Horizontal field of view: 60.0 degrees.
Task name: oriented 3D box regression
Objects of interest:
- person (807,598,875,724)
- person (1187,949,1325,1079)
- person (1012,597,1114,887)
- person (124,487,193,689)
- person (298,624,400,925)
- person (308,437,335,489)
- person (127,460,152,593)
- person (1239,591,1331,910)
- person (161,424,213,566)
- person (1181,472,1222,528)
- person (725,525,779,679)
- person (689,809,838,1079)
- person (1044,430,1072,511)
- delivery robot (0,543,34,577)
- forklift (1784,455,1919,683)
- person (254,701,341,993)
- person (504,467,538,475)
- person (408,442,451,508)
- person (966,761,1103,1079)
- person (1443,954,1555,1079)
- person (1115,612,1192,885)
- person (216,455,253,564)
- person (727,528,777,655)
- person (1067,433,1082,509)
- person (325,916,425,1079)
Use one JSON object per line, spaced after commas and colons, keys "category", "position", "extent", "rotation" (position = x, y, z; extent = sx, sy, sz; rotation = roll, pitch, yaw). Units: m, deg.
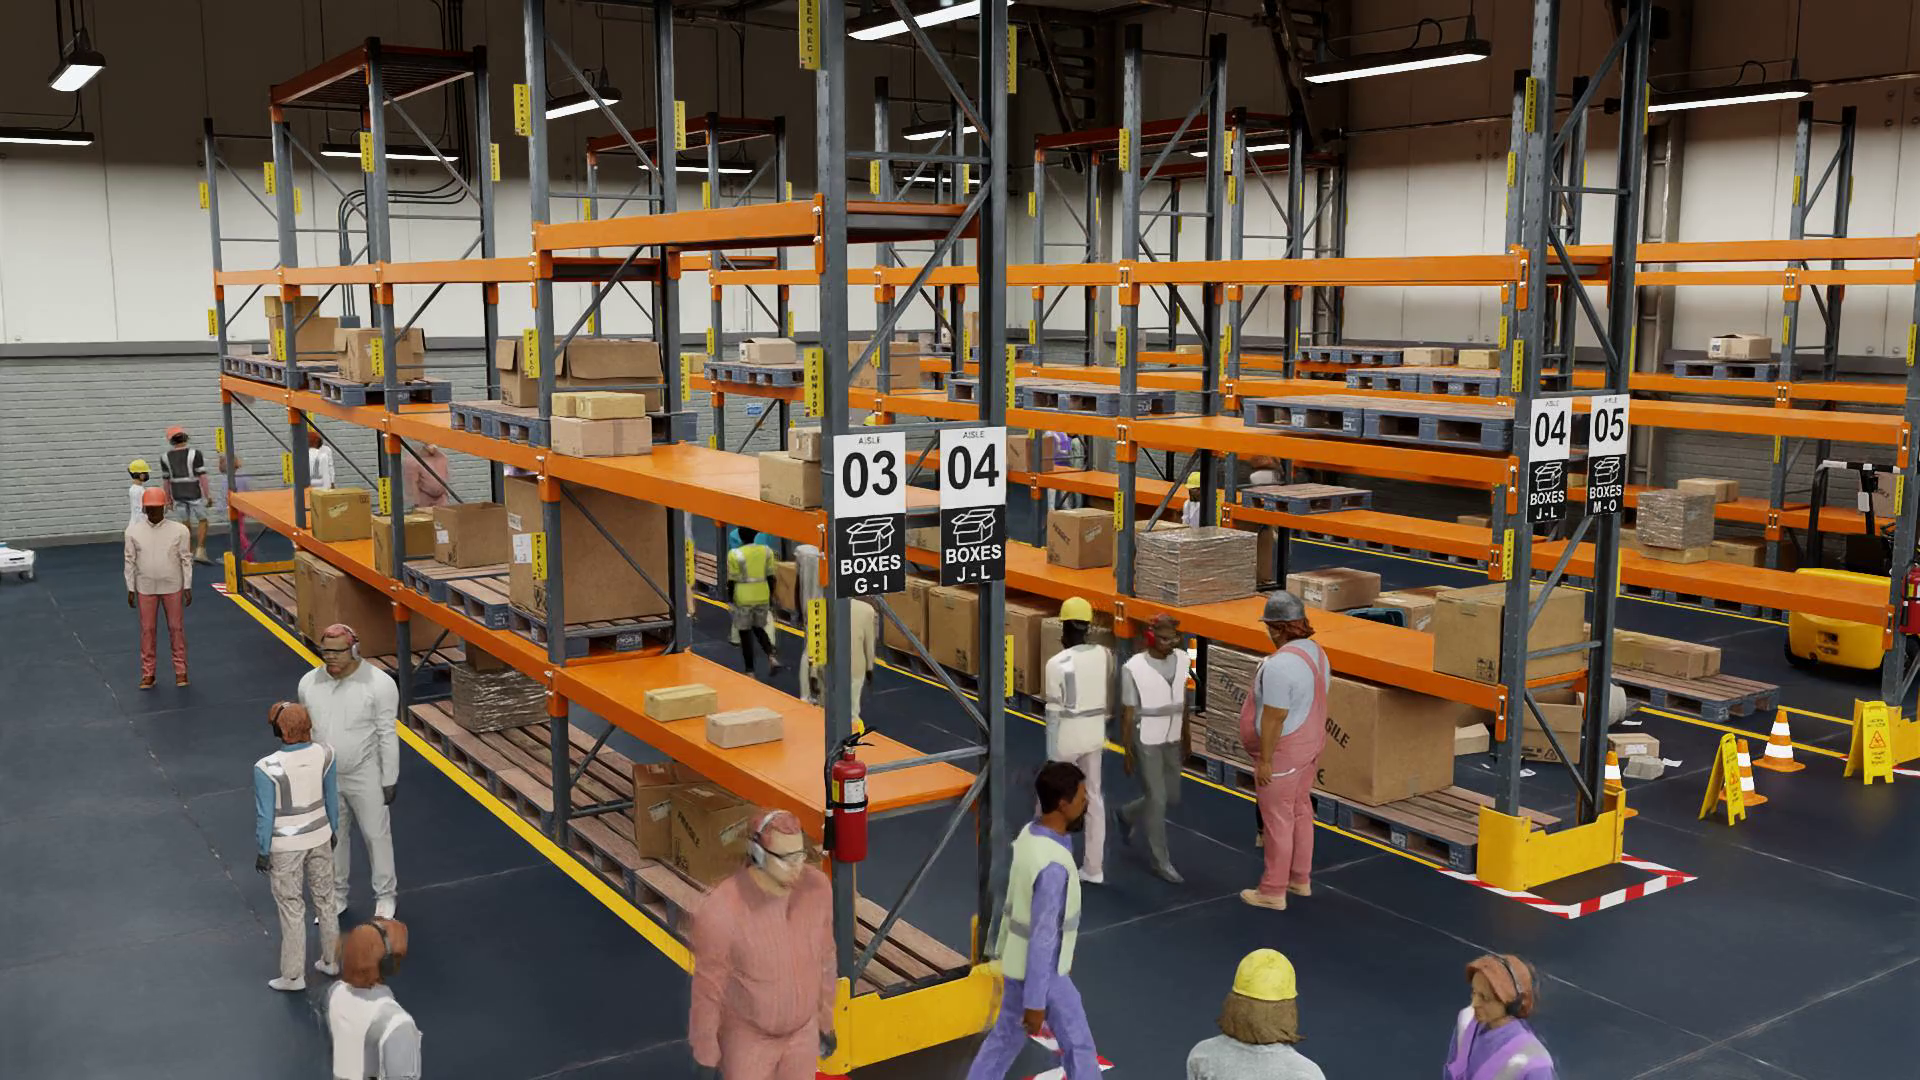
{"category": "person", "position": [-0.963, 1.034, 13.478], "extent": [0.572, 1.736, 0.446], "rotation": [-2, 9, -12]}
{"category": "person", "position": [1.001, 2.221, 5.589], "extent": [0.483, 1.734, 0.319], "rotation": [4, 10, 28]}
{"category": "person", "position": [0.706, 1.315, 11.134], "extent": [0.592, 1.878, 0.908], "rotation": [-6, 10, -34]}
{"category": "person", "position": [-7.890, 0.468, 16.392], "extent": [0.612, 1.997, 0.376], "rotation": [-3, 9, -20]}
{"category": "person", "position": [-3.763, 1.446, 10.229], "extent": [0.641, 1.899, 0.394], "rotation": [1, 9, 5]}
{"category": "person", "position": [-10.298, -0.935, 26.585], "extent": [0.574, 1.739, 0.350], "rotation": [-4, 9, -25]}
{"category": "person", "position": [-10.442, -0.146, 21.249], "extent": [0.310, 1.769, 0.522], "rotation": [-4, 9, -24]}
{"category": "person", "position": [2.056, 1.311, 10.634], "extent": [0.535, 2.000, 0.687], "rotation": [6, 11, 36]}
{"category": "person", "position": [-10.951, -0.621, 23.533], "extent": [0.710, 2.037, 0.550], "rotation": [1, 9, 4]}
{"category": "person", "position": [2.778, 0.112, 19.368], "extent": [0.403, 1.820, 0.594], "rotation": [-6, 10, -33]}
{"category": "person", "position": [-2.072, 0.600, 16.525], "extent": [0.538, 1.688, 0.389], "rotation": [-8, 12, -42]}
{"category": "person", "position": [-0.807, 1.974, 6.745], "extent": [0.662, 1.886, 0.529], "rotation": [-8, 12, -44]}
{"category": "person", "position": [1.746, -1.321, 28.831], "extent": [0.634, 1.839, 0.429], "rotation": [-7, 11, -37]}
{"category": "delivery robot", "position": [-12.731, 0.279, 22.121], "extent": [0.477, 0.478, 0.707], "rotation": [8, 12, 43]}
{"category": "forklift", "position": [9.643, 0.253, 17.172], "extent": [2.313, 2.155, 1.214], "rotation": [-6, 10, -33]}
{"category": "person", "position": [-3.706, 1.707, 9.323], "extent": [0.305, 1.639, 0.522], "rotation": [5, 10, 32]}
{"category": "person", "position": [-5.585, -0.259, 21.321], "extent": [0.617, 1.979, 1.071], "rotation": [-2, 9, -14]}
{"category": "person", "position": [-7.497, -0.568, 23.721], "extent": [0.670, 1.859, 0.960], "rotation": [-8, 12, -43]}
{"category": "person", "position": [0.390, 1.887, 7.402], "extent": [1.019, 1.864, 0.615], "rotation": [-1, 9, -7]}
{"category": "person", "position": [1.877, 2.233, 5.864], "extent": [0.353, 1.630, 0.536], "rotation": [-1, 9, -8]}
{"category": "person", "position": [1.255, 1.350, 11.122], "extent": [0.620, 1.814, 0.667], "rotation": [-7, 11, -38]}
{"category": "person", "position": [-10.329, -0.405, 23.456], "extent": [0.695, 1.603, 0.510], "rotation": [1, 9, 6]}
{"category": "person", "position": [-2.246, 0.380, 17.961], "extent": [0.554, 1.710, 0.916], "rotation": [-5, 10, -32]}
{"category": "person", "position": [1.967, -1.224, 28.865], "extent": [0.287, 1.631, 0.501], "rotation": [-1, 9, -6]}
{"category": "person", "position": [-2.214, 2.199, 6.176], "extent": [0.529, 1.613, 0.759], "rotation": [6, 11, 36]}
